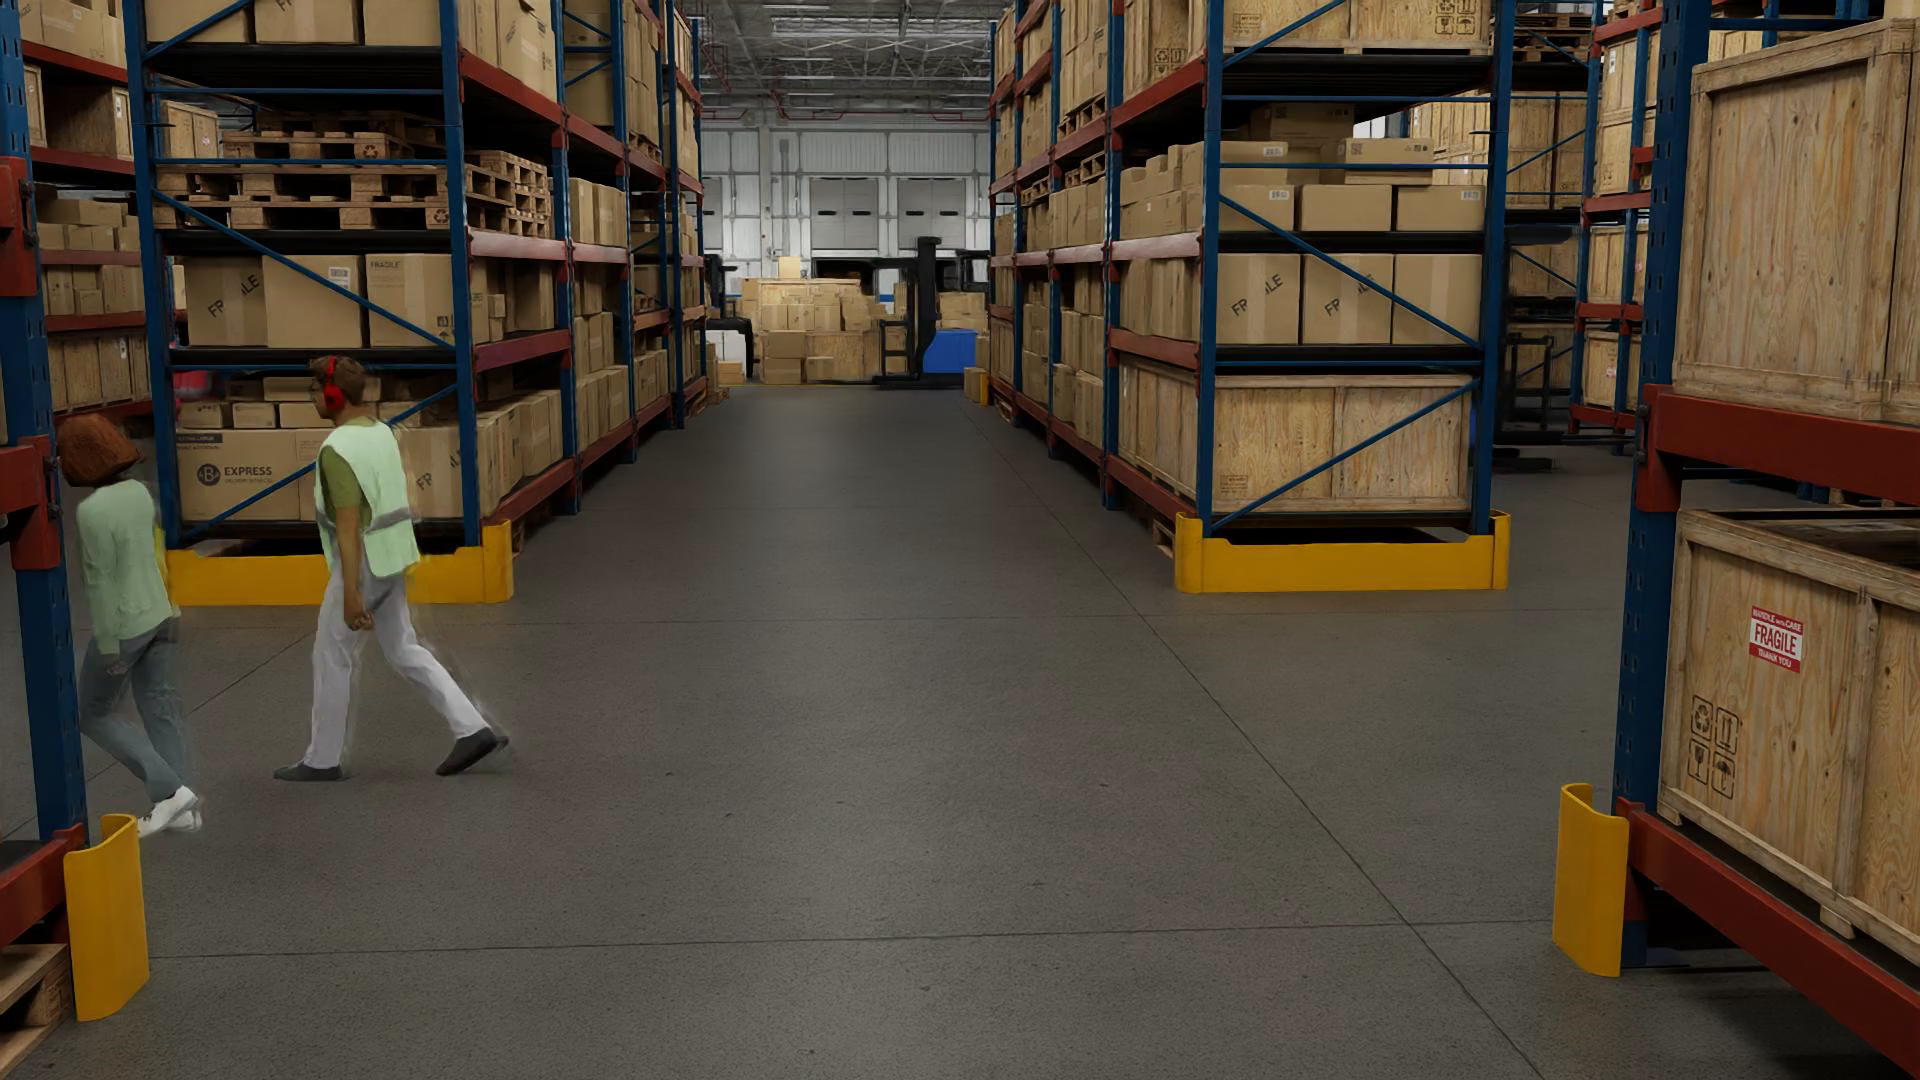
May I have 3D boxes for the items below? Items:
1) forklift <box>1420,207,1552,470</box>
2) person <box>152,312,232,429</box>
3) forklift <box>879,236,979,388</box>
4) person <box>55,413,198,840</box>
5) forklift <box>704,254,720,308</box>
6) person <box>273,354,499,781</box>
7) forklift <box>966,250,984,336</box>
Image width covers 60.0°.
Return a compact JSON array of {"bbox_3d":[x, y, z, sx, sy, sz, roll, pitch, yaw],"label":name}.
[{"bbox_3d":[5.373,-2.188,18.070,1.873,2.768,1.129,0,9,-1],"label":"forklift"},{"bbox_3d":[-6.725,-1.091,14.582,0.648,1.790,0.985,-2,9,-10],"label":"person"},{"bbox_3d":[-0.599,-4.264,31.103,1.873,2.768,1.129,-1,9,-4],"label":"forklift"},{"bbox_3d":[-3.087,0.336,6.159,0.360,1.619,0.533,0,9,1],"label":"person"},{"bbox_3d":[-8.474,-8.136,55.415,1.129,2.768,1.873,6,11,33],"label":"forklift"},{"bbox_3d":[-2.406,0.130,6.924,0.901,1.810,0.607,0,9,3],"label":"person"},{"bbox_3d":[0.636,-6.855,47.373,1.129,2.768,1.873,2,9,13],"label":"forklift"}]
